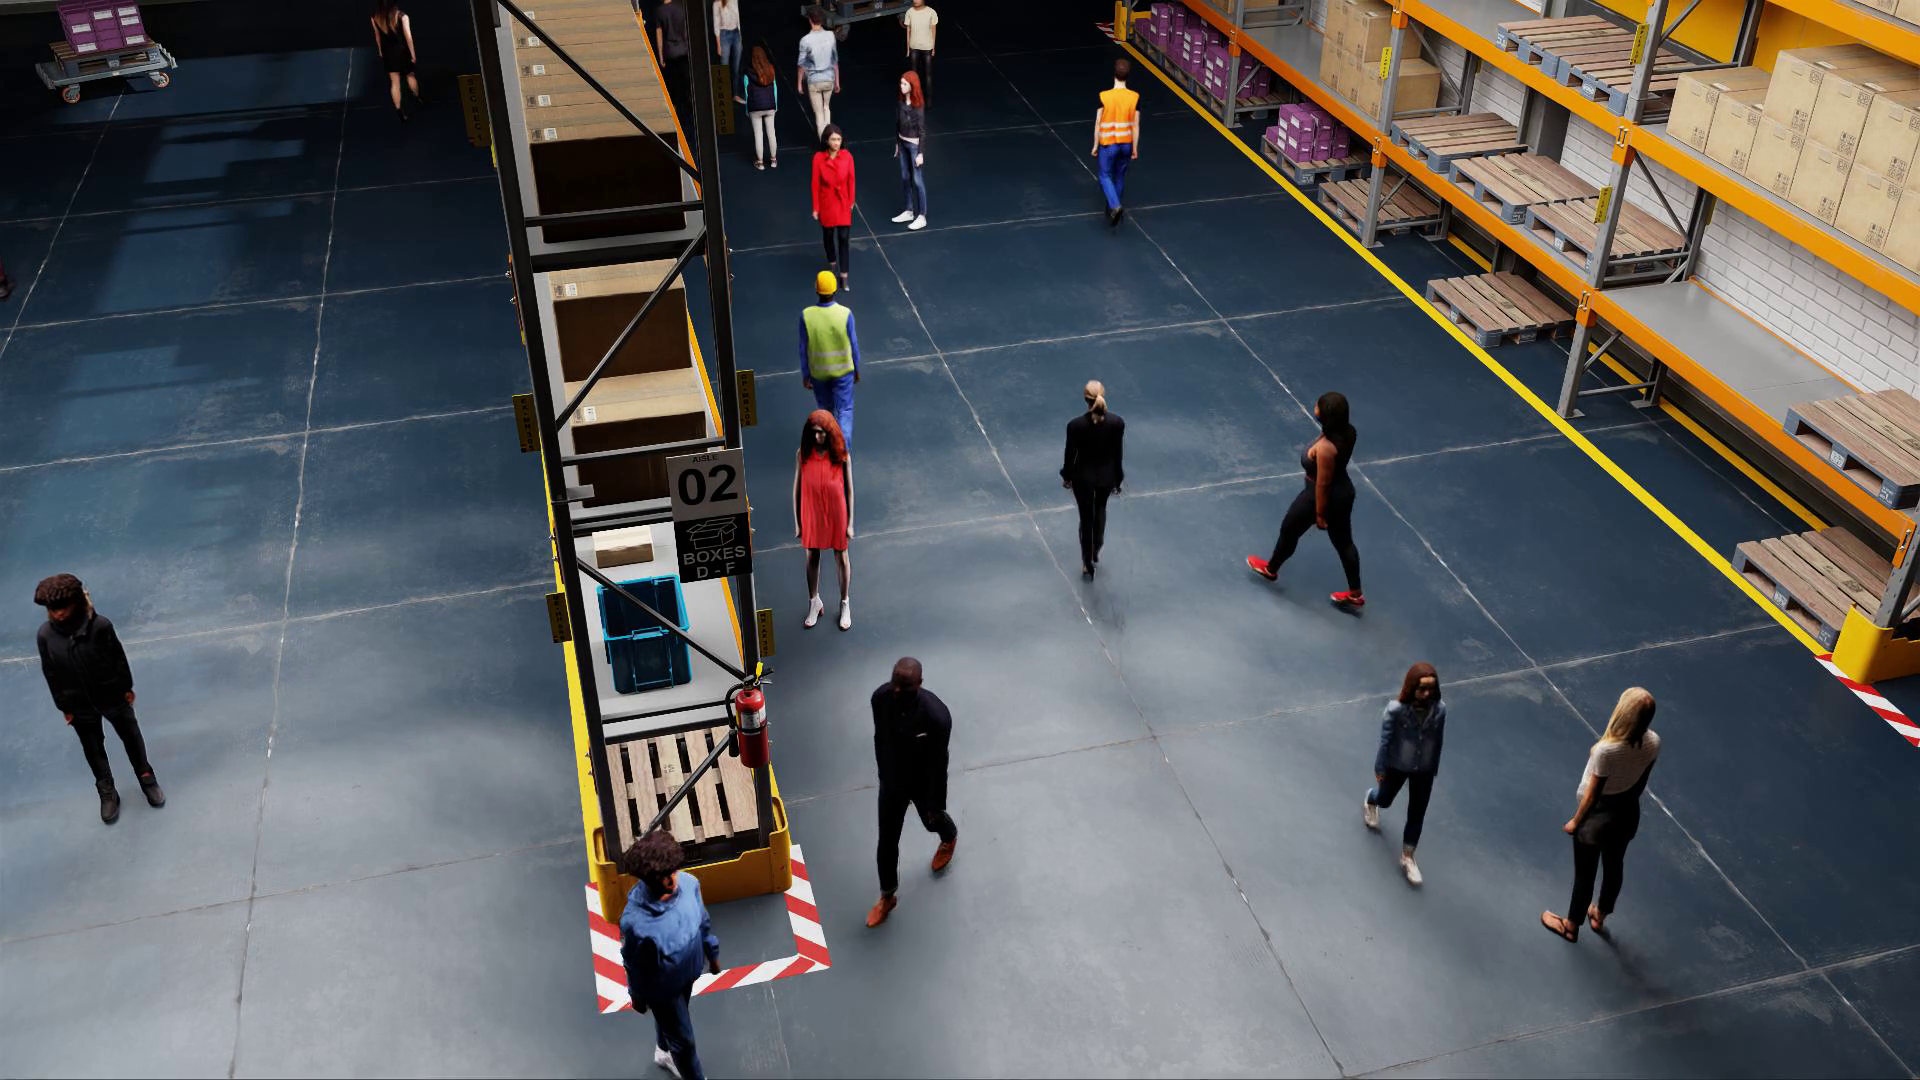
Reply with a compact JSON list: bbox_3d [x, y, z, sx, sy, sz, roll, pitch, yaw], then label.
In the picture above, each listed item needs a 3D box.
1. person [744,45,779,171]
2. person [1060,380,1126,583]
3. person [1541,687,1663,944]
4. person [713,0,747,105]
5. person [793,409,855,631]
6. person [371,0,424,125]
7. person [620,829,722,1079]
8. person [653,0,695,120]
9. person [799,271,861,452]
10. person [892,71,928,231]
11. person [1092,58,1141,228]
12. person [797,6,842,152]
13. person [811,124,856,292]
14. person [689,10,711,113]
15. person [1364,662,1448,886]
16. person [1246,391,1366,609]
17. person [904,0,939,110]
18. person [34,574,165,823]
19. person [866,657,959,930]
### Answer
[{"bbox_3d":[-2.409,-5.262,20.216,0.588,1.501,0.603,-12,35,-17],"label":"person"},{"bbox_3d":[1.040,-0.402,12.731,0.665,1.692,0.624,-4,34,-6],"label":"person"},{"bbox_3d":[3.749,1.598,9.600,0.621,1.826,0.550,-12,35,-17],"label":"person"},{"bbox_3d":[-3.080,-6.634,22.074,0.651,1.728,0.647,-27,42,-35],"label":"person"},{"bbox_3d":[-0.992,-0.150,12.230,0.651,1.828,0.623,3,34,5],"label":"person"},{"bbox_3d":[-7.296,-6.209,21.489,0.838,1.668,1.102,-1,34,-2],"label":"person"},{"bbox_3d":[-1.585,2.211,8.714,1.093,1.787,1.014,21,39,28],"label":"person"},{"bbox_3d":[-3.669,-6.278,21.533,0.857,1.734,1.213,-18,38,-25],"label":"person"},{"bbox_3d":[-1.099,-1.407,14.151,0.807,1.794,1.076,-2,34,-3],"label":"person"},{"bbox_3d":[-0.544,-4.369,18.611,0.718,1.789,0.604,-27,42,-35],"label":"person"},{"bbox_3d":[1.750,-4.380,18.553,0.710,1.873,0.965,-5,34,-8],"label":"person"},{"bbox_3d":[-1.678,-5.574,20.384,0.757,1.834,0.825,-16,37,-23],"label":"person"},{"bbox_3d":[-1.339,-3.523,17.399,0.676,1.722,0.900,-4,34,-6],"label":"person"},{"bbox_3d":[-3.401,-6.387,21.693,0.672,1.738,0.494,-13,36,-18],"label":"person"},{"bbox_3d":[2.751,1.358,10.298,0.689,1.454,0.981,-1,34,-2],"label":"person"},{"bbox_3d":[2.819,-0.261,12.458,1.311,1.759,1.098,26,42,34],"label":"person"},{"bbox_3d":[-0.511,-6.526,22.038,0.655,1.588,0.624,6,34,9],"label":"person"},{"bbox_3d":[-5.513,0.969,10.588,0.677,1.781,0.669,-16,37,-23],"label":"person"},{"bbox_3d":[-0.227,1.407,9.927,1.167,1.782,1.250,16,37,23],"label":"person"}]
